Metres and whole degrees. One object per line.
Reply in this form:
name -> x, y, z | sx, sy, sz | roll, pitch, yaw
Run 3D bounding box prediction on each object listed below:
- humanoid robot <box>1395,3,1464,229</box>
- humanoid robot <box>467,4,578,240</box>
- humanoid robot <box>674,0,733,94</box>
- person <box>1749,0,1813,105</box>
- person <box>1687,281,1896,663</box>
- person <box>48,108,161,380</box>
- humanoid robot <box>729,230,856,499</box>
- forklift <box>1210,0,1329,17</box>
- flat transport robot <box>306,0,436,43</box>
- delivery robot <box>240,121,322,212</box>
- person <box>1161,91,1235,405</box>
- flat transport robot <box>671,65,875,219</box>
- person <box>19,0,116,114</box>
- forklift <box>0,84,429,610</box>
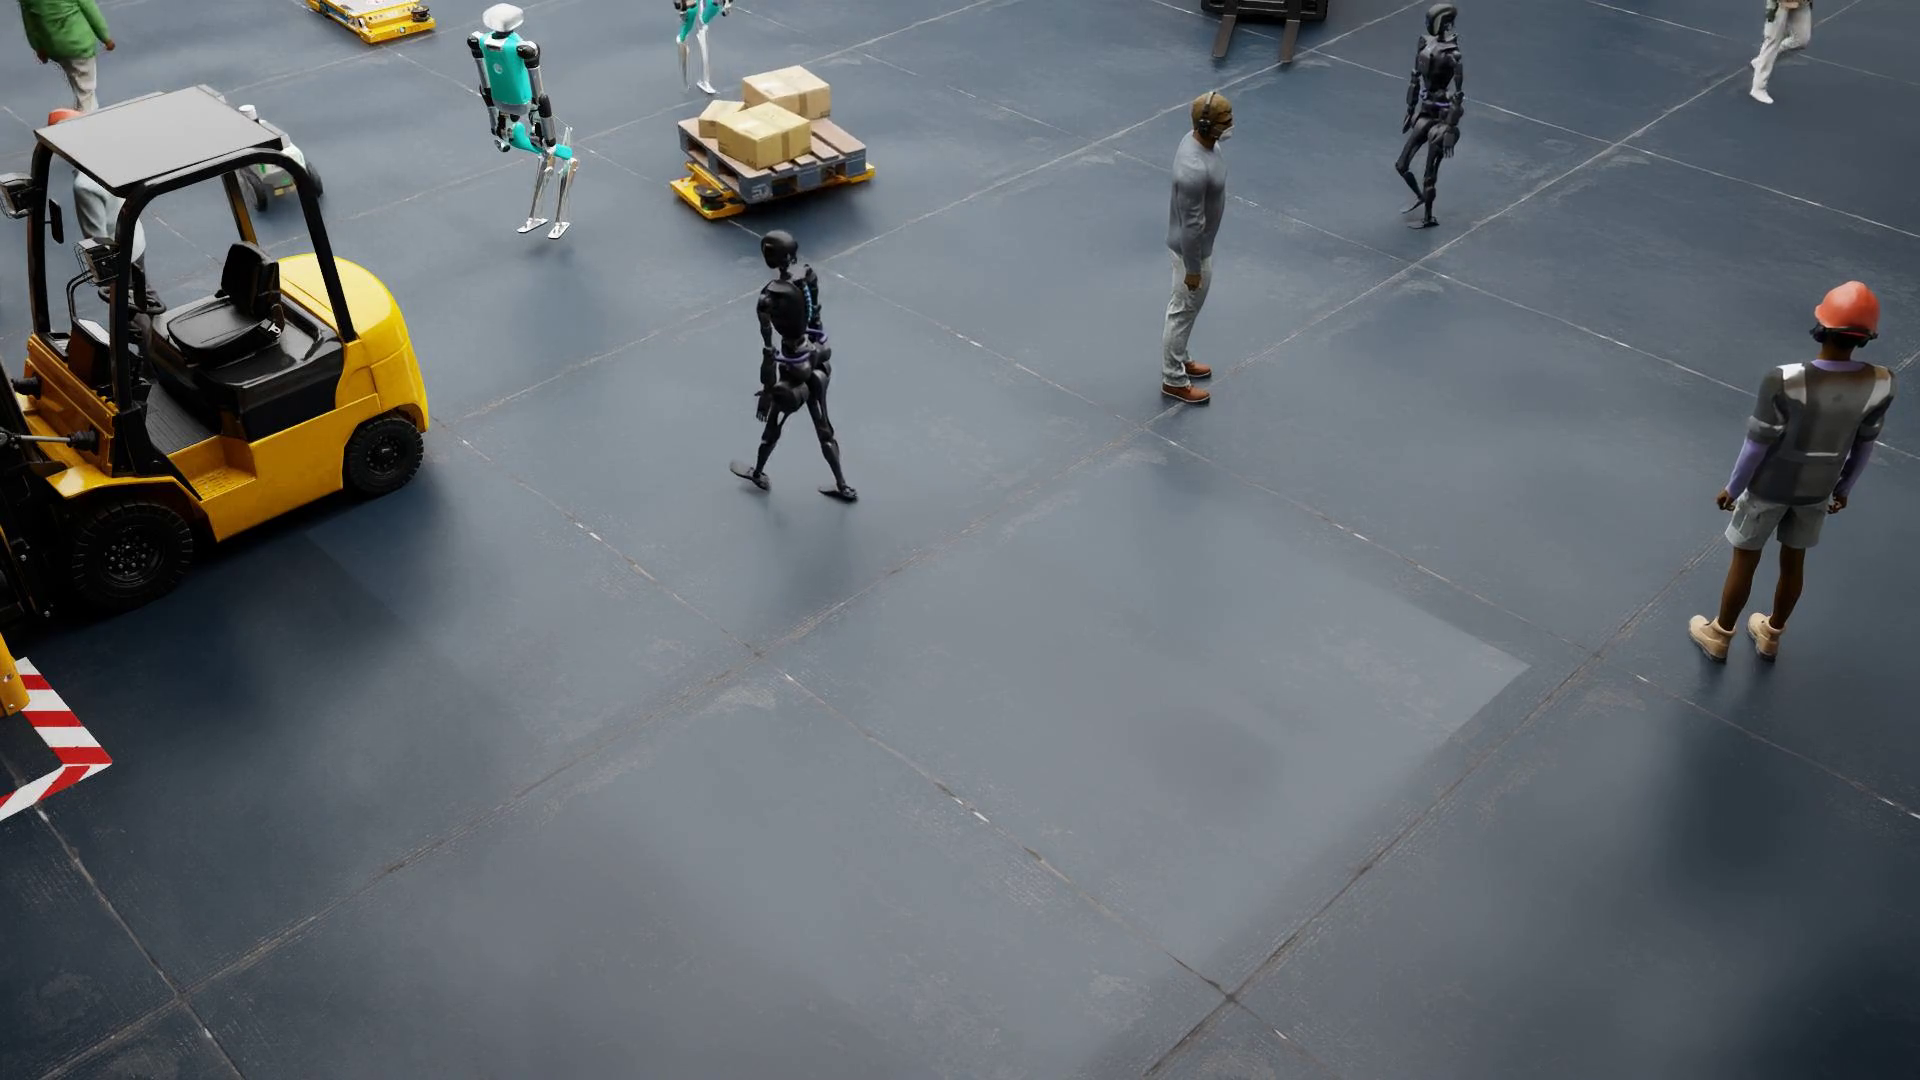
humanoid robot -> 3.378, -2.999, 11.842 | 0.348, 1.643, 0.608 | -13, 39, -17
humanoid robot -> -2.947, -2.949, 11.610 | 0.533, 1.672, 0.735 | 15, 39, 19
humanoid robot -> -2.187, -4.523, 13.893 | 0.547, 1.857, 0.767 | -17, 40, -21
person -> 6.893, -4.454, 13.822 | 0.536, 1.626, 0.396 | -16, 40, -21
person -> 3.938, -0.291, 7.907 | 0.613, 2.041, 0.384 | 0, 37, 0
person -> -5.188, -1.802, 10.179 | 0.352, 1.740, 0.571 | -4, 37, -5
humanoid robot -> -0.944, -0.962, 9.130 | 0.744, 1.627, 0.612 | 17, 40, 22
forklift -> 3.106, -6.400, 15.960 | 1.214, 2.155, 2.313 | 8, 37, 10
flat transport robot -> -5.606, -5.049, 15.756 | 0.659, 0.231, 1.431 | -27, 45, -31
delivery robot -> -5.234, -2.881, 12.599 | 0.499, 0.575, 0.750 | -25, 43, -30
person -> 1.409, -1.748, 9.942 | 0.359, 1.938, 0.635 | 7, 37, 9
flat transport robot -> -1.431, -2.812, 12.761 | 1.431, 0.231, 0.659 | -21, 42, -26
person -> -6.916, -3.939, 13.033 | 0.544, 1.751, 0.823 | 5, 37, 6
forklift -> -4.145, -1.093, 8.856 | 2.313, 2.155, 1.214 | -31, 47, -34
